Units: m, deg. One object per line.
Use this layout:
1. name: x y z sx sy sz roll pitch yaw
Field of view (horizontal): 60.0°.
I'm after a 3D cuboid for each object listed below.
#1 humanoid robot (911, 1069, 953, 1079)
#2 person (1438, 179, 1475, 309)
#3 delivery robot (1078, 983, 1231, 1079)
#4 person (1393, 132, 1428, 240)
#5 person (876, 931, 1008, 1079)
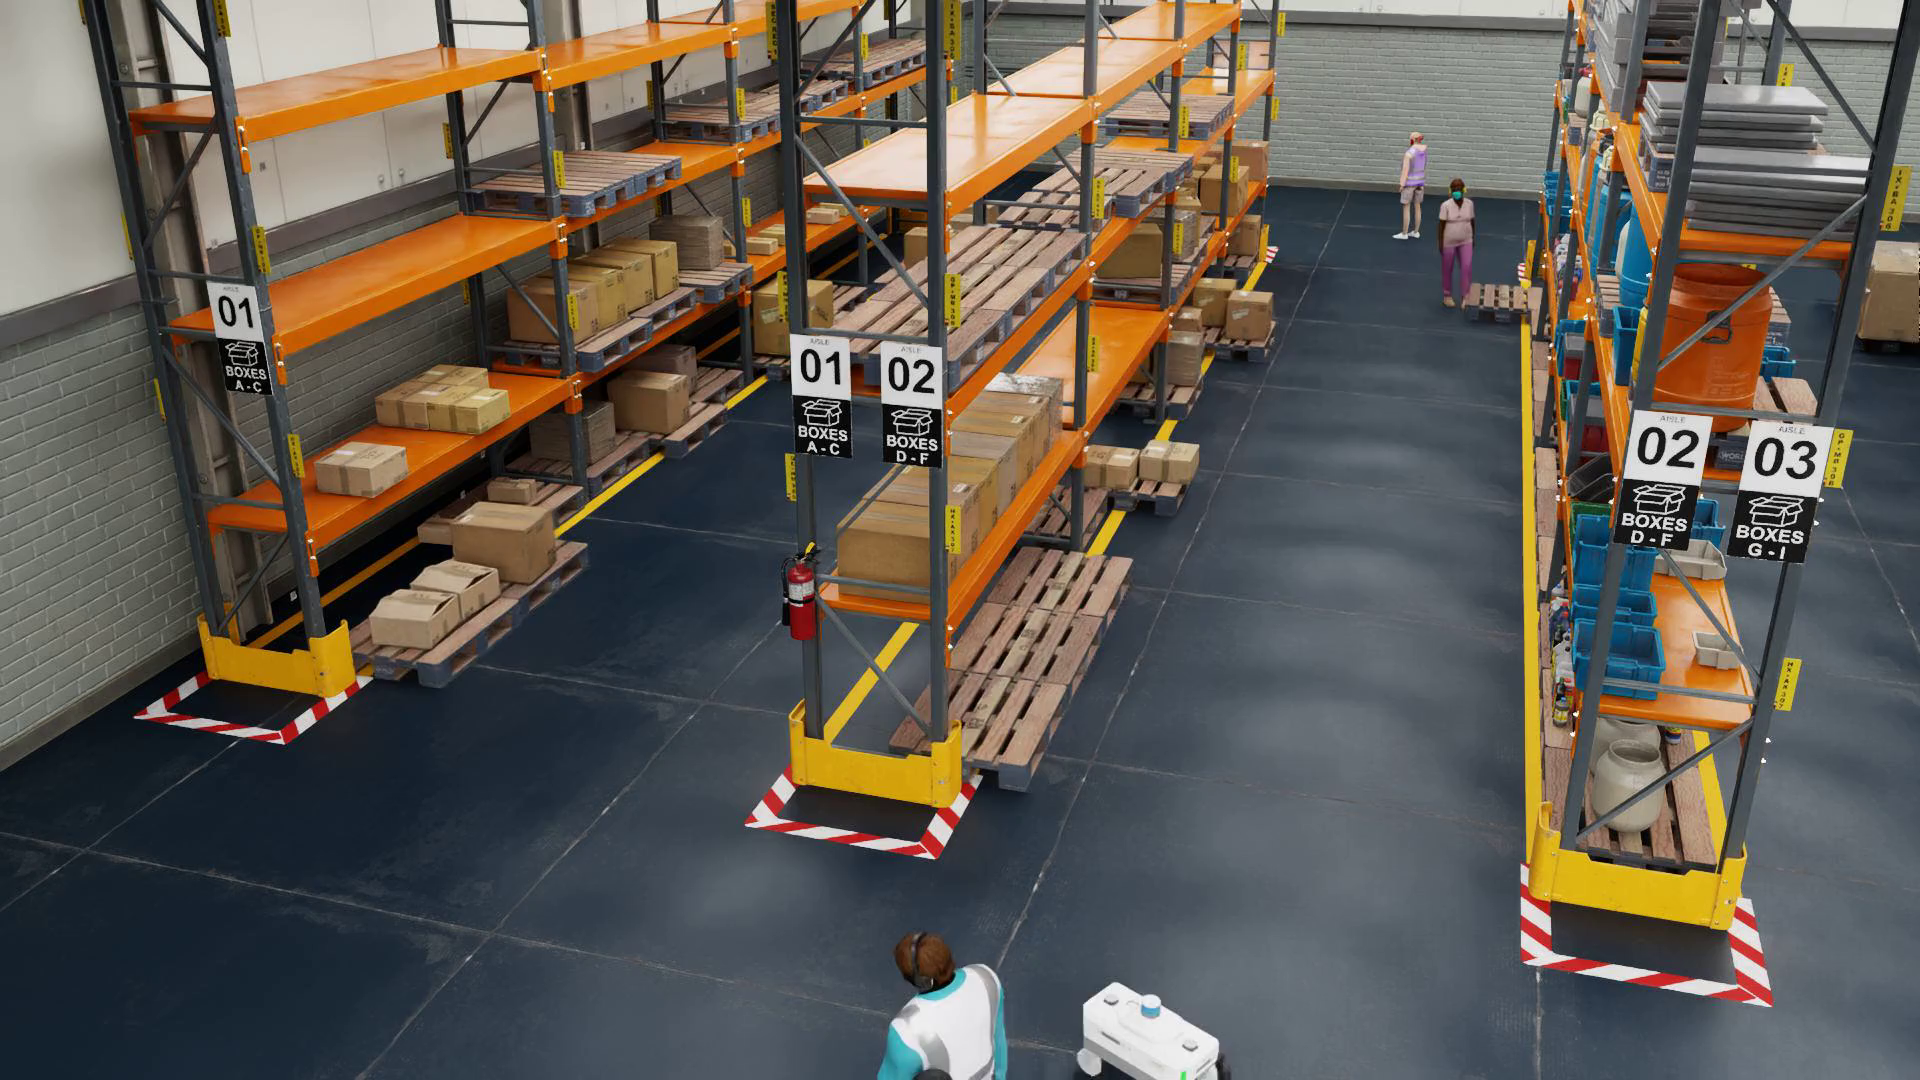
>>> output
1. humanoid robot: -0.143 2.846 6.794 0.308 1.654 0.610 -20 30 -38
2. person: 6.735 -3.976 22.497 0.541 1.766 0.778 1 23 2
3. delivery robot: 0.981 2.640 8.678 0.765 0.586 0.499 21 31 40
4. person: 7.185 -5.622 26.420 0.488 1.688 0.350 -14 27 -29
5. person: -0.125 2.488 7.457 0.592 1.811 0.650 19 30 37
